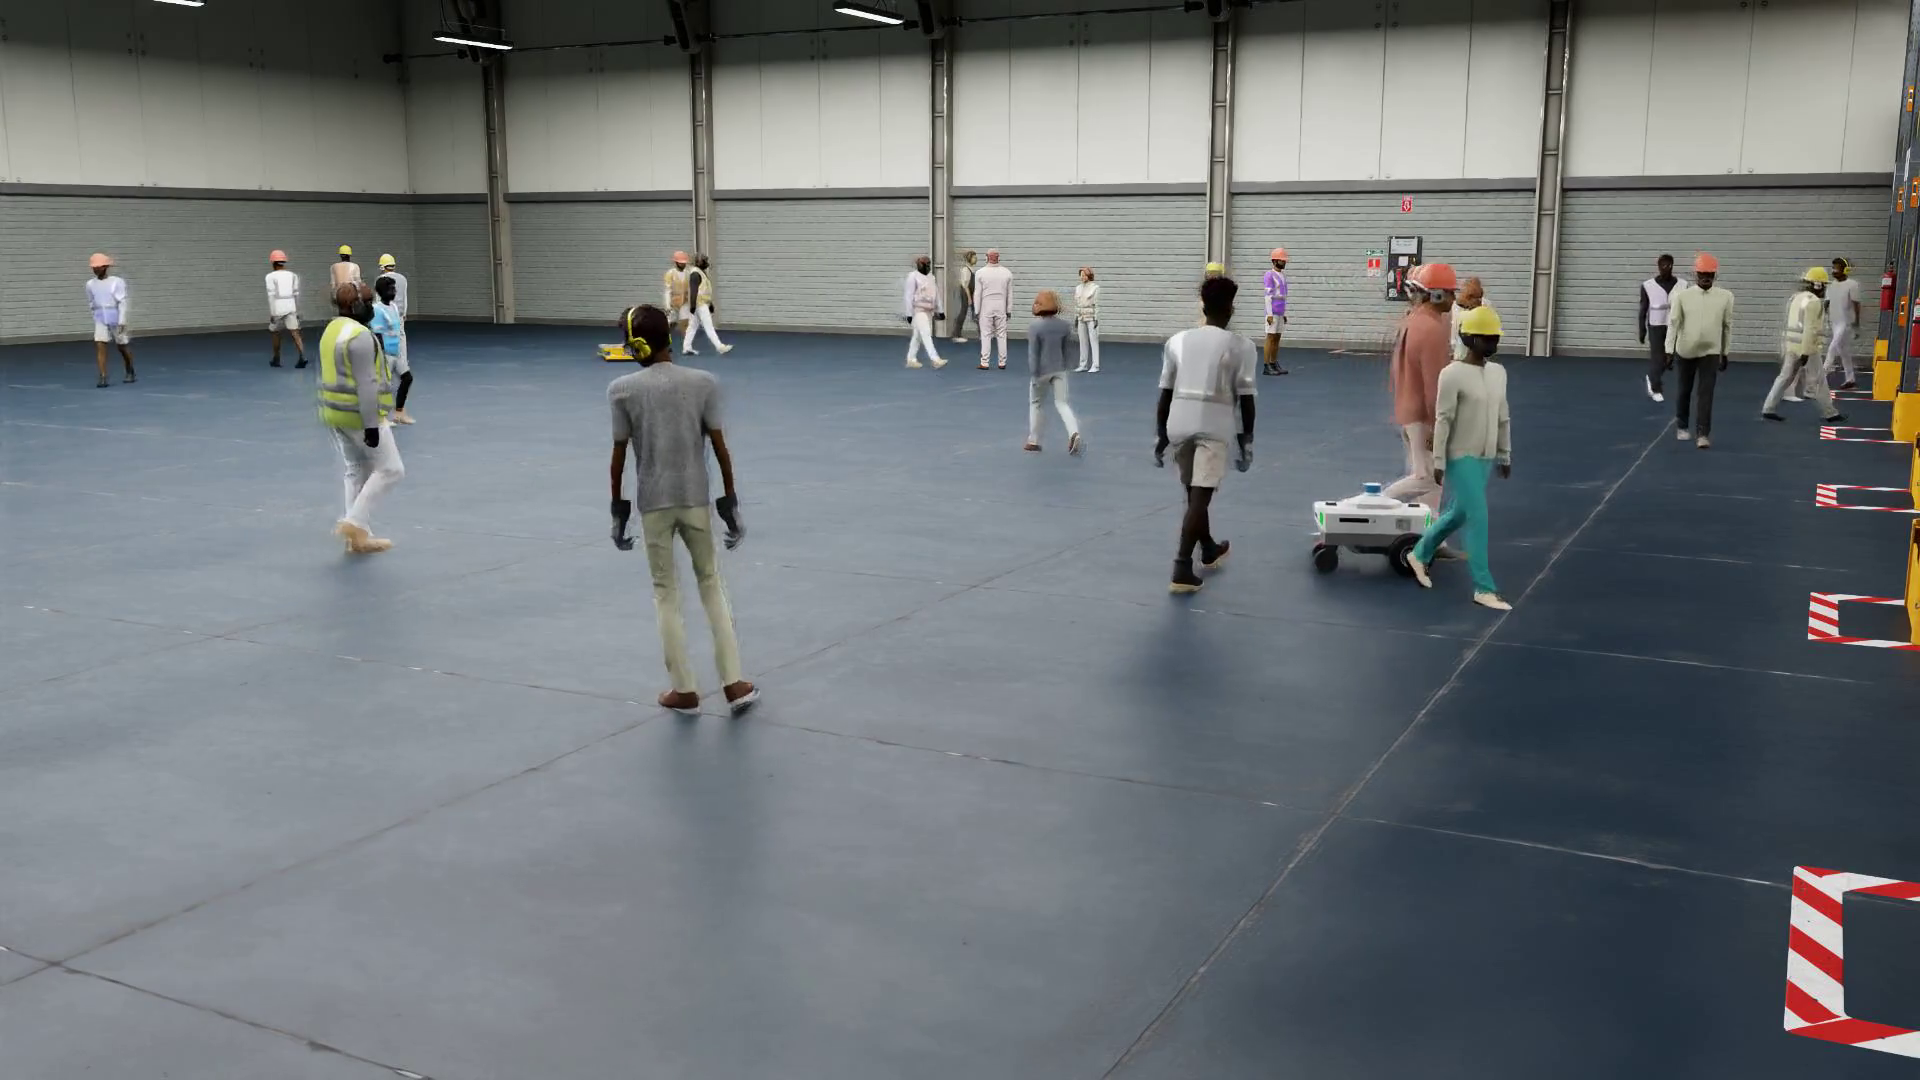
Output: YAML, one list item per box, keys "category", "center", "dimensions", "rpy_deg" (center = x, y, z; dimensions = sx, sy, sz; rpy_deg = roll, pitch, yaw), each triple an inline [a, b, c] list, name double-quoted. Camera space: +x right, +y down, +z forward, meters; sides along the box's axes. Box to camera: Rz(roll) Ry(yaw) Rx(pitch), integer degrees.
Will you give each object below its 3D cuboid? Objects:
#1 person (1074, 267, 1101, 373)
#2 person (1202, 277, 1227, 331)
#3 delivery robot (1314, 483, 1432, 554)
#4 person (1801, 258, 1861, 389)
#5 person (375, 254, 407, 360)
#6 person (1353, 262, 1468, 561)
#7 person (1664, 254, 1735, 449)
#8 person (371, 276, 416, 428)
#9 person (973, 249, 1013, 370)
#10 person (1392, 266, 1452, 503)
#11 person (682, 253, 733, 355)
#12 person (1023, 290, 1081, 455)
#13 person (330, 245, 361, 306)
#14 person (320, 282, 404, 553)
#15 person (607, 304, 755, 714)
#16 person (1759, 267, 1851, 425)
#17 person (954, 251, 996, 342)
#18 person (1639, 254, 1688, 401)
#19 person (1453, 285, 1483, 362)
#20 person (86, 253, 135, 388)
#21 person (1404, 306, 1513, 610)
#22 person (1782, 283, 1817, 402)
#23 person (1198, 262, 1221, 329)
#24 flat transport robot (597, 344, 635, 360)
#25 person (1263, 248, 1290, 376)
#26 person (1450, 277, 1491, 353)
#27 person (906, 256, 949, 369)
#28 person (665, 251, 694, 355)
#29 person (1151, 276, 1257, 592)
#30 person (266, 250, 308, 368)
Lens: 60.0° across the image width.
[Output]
- category: "person"
  center: [1.983, -3.422, 25.911]
  dimensions: [0.313, 1.634, 0.514]
  rpy_deg: [-10, 14, -42]
- category: "person"
  center: [3.137, -2.400, 20.365]
  dimensions: [0.370, 1.626, 0.516]
  rpy_deg: [-1, 10, -5]
- category: "delivery robot"
  center: [2.619, -0.121, 10.589]
  dimensions: [0.707, 0.478, 0.477]
  rpy_deg: [2, 11, 8]
- category: "person"
  center: [12.050, -2.962, 22.908]
  dimensions: [0.993, 1.807, 0.517]
  rpy_deg: [-2, 11, -12]
- category: "person"
  center: [-8.982, -3.580, 26.221]
  dimensions: [0.403, 1.834, 0.588]
  rpy_deg: [6, 12, 30]
- category: "person"
  center: [2.921, -0.810, 10.776]
  dimensions: [0.763, 1.969, 0.626]
  rpy_deg: [1, 10, 4]
- category: "person"
  center: [7.512, -1.933, 16.950]
  dimensions: [0.640, 1.944, 1.024]
  rpy_deg: [3, 11, 17]
- category: "person"
  center: [-6.263, -2.066, 18.372]
  dimensions: [0.543, 1.675, 0.560]
  rpy_deg: [1, 10, 6]
- category: "person"
  center: [0.513, -3.657, 26.439]
  dimensions: [0.651, 1.907, 0.409]
  rpy_deg: [-3, 11, -18]
- category: "person"
  center: [3.421, -1.086, 12.433]
  dimensions: [0.400, 1.905, 0.643]
  rpy_deg: [6, 12, 29]
- category: "person"
  center: [-4.542, -4.188, 29.610]
  dimensions: [0.958, 1.794, 0.638]
  rpy_deg: [0, 10, 1]
- category: "person"
  center: [0.889, -1.624, 16.173]
  dimensions: [0.495, 1.606, 0.777]
  rpy_deg: [-5, 12, -26]
- category: "person"
  center: [-11.969, -4.780, 32.504]
  dimensions: [0.585, 1.929, 0.370]
  rpy_deg: [0, 10, 1]
- category: "person"
  center: [-3.988, -0.799, 11.074]
  dimensions: [0.451, 1.823, 0.649]
  rpy_deg: [-9, 13, -39]
- category: "person"
  center: [-1.281, -0.136, 7.451]
  dimensions: [0.570, 1.830, 0.461]
  rpy_deg: [-3, 11, -18]
- category: "person"
  center: [9.555, -2.178, 18.751]
  dimensions: [0.959, 1.773, 0.604]
  rpy_deg: [1, 10, 3]
- category: "person"
  center: [0.283, -4.806, 32.967]
  dimensions: [0.940, 1.802, 0.537]
  rpy_deg: [4, 11, 22]
- category: "person"
  center: [9.109, -2.767, 21.620]
  dimensions: [0.599, 1.895, 0.747]
  rpy_deg: [0, 10, 1]
- category: "person"
  center: [5.132, -1.754, 16.809]
  dimensions: [0.282, 1.633, 0.500]
  rpy_deg: [1, 10, 3]
- category: "person"
  center: [-12.083, -3.136, 23.669]
  dimensions: [0.545, 1.898, 0.978]
  rpy_deg: [-1, 10, -8]
- category: "person"
  center: [2.949, -0.504, 9.747]
  dimensions: [0.532, 1.741, 0.851]
  rpy_deg: [-7, 12, -33]
- category: "person"
  center: [10.877, -2.563, 21.246]
  dimensions: [0.606, 1.616, 0.551]
  rpy_deg: [5, 11, 25]
- category: "person"
  center: [3.833, -3.366, 25.339]
  dimensions: [0.501, 1.721, 0.392]
  rpy_deg: [-8, 13, -36]
- category: "flat transport robot"
  center: [-5.854, -3.253, 28.701]
  dimensions: [0.652, 0.197, 1.431]
  rpy_deg: [-4, 11, -19]
- category: "person"
  center: [4.844, -3.483, 25.409]
  dimensions: [0.358, 1.938, 0.545]
  rpy_deg: [8, 13, 36]
- category: "person"
  center: [6.485, -2.549, 21.235]
  dimensions: [0.515, 1.601, 0.796]
  rpy_deg: [0, 10, 2]
- category: "person"
  center: [-0.518, -3.638, 26.624]
  dimensions: [0.947, 1.790, 0.637]
  rpy_deg: [7, 12, 33]
- category: "person"
  center: [-5.135, -4.257, 29.870]
  dimensions: [0.558, 1.871, 1.003]
  rpy_deg: [-9, 14, -40]
- category: "person"
  center: [1.518, -0.663, 10.223]
  dimensions: [0.614, 1.881, 1.083]
  rpy_deg: [7, 13, 34]
- category: "person"
  center: [-10.853, -3.706, 26.752]
  dimensions: [0.972, 1.902, 0.554]
  rpy_deg: [8, 13, 39]
